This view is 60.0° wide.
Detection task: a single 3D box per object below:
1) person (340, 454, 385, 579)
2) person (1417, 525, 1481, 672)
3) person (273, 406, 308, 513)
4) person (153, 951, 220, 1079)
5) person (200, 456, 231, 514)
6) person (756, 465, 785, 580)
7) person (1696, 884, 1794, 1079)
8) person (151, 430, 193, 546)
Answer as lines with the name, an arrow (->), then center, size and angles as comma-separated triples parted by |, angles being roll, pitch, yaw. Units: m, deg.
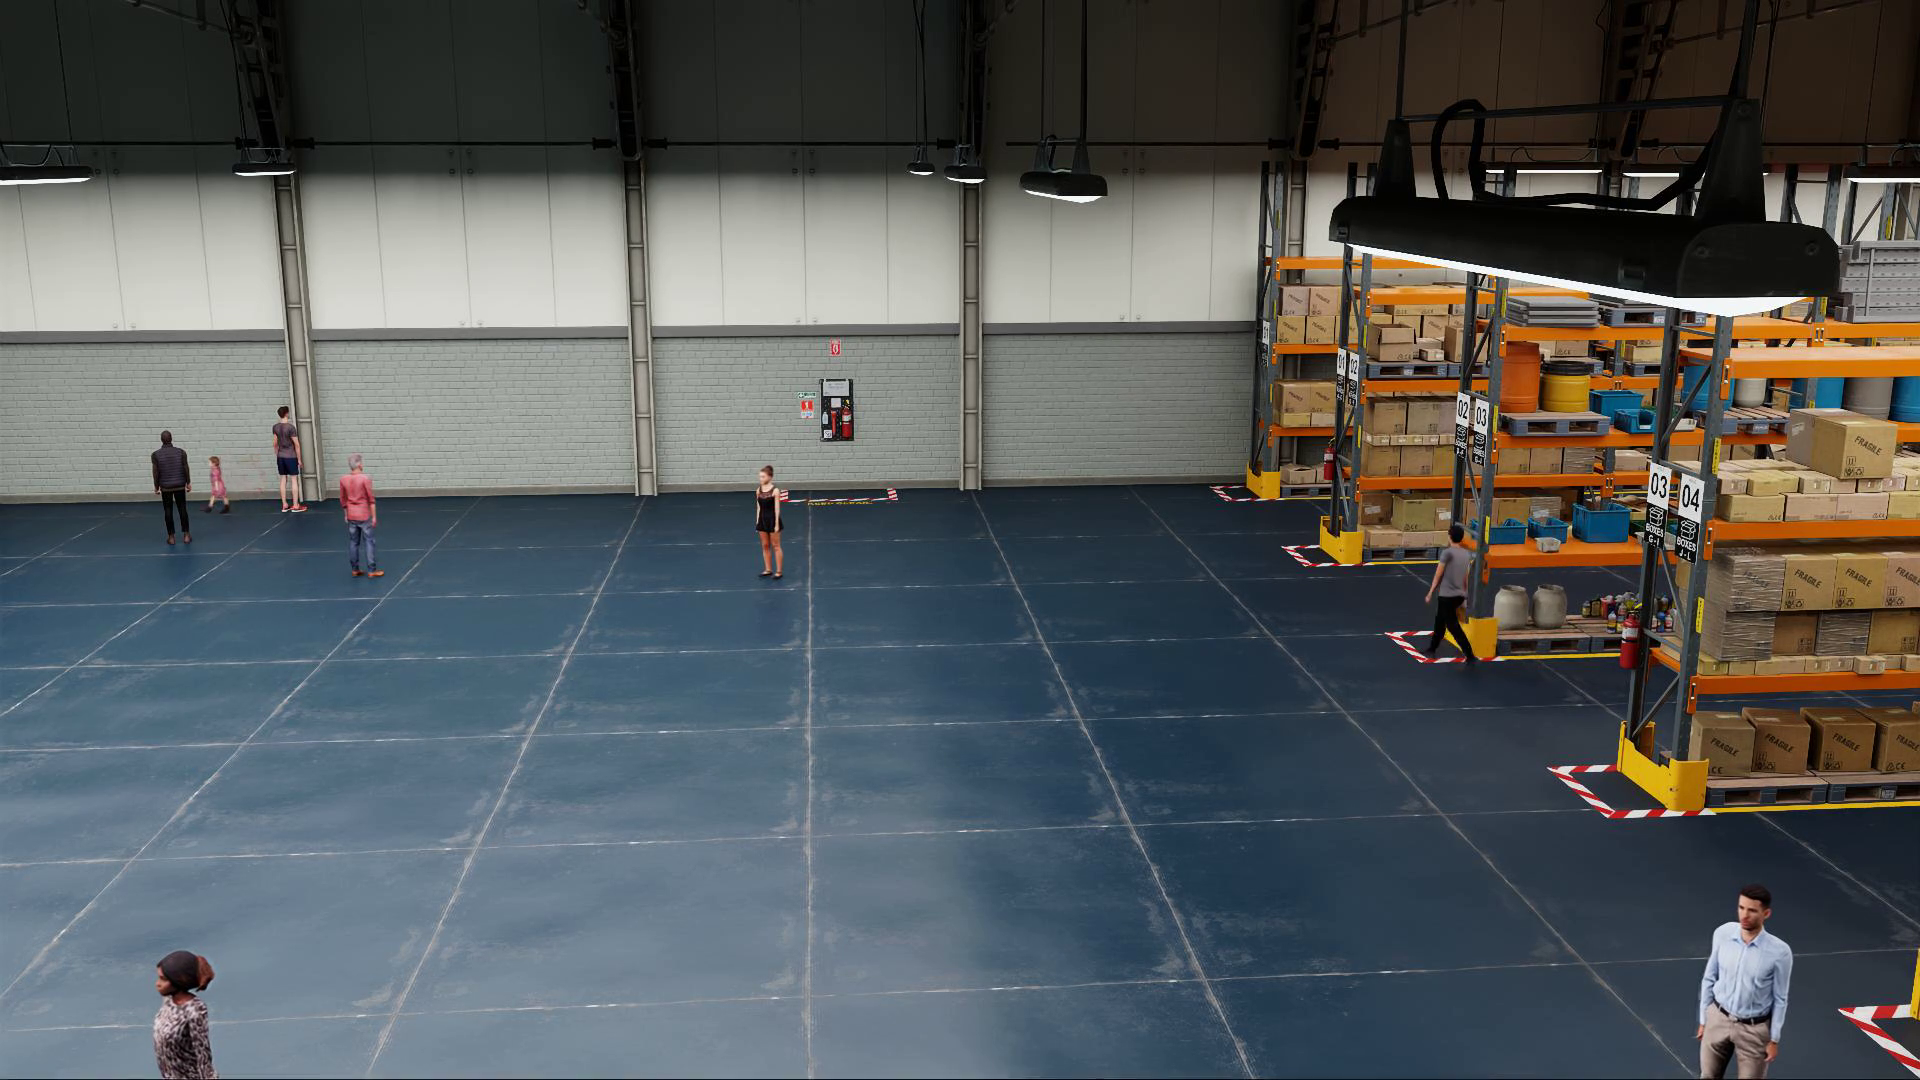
person -> -8.859, -0.358, 24.543 | 0.620, 1.831, 0.811 | 3, 13, 14
person -> 6.018, 0.720, 20.133 | 1.184, 1.721, 1.130 | -12, 18, -42
person -> -11.762, -1.418, 29.077 | 0.605, 1.850, 0.781 | 3, 13, 14
person -> -4.421, 3.167, 9.582 | 0.673, 1.713, 0.732 | 11, 17, 39
person -> -12.862, -0.945, 28.916 | 0.706, 1.002, 0.464 | -2, 13, -8
person -> -2.797, -0.268, 24.489 | 0.672, 1.679, 0.750 | 8, 15, 31
person -> 4.767, 2.963, 10.166 | 0.747, 1.848, 0.800 | 12, 18, 42
person -> -12.637, -0.856, 26.685 | 0.667, 1.835, 0.832 | -7, 15, -27
